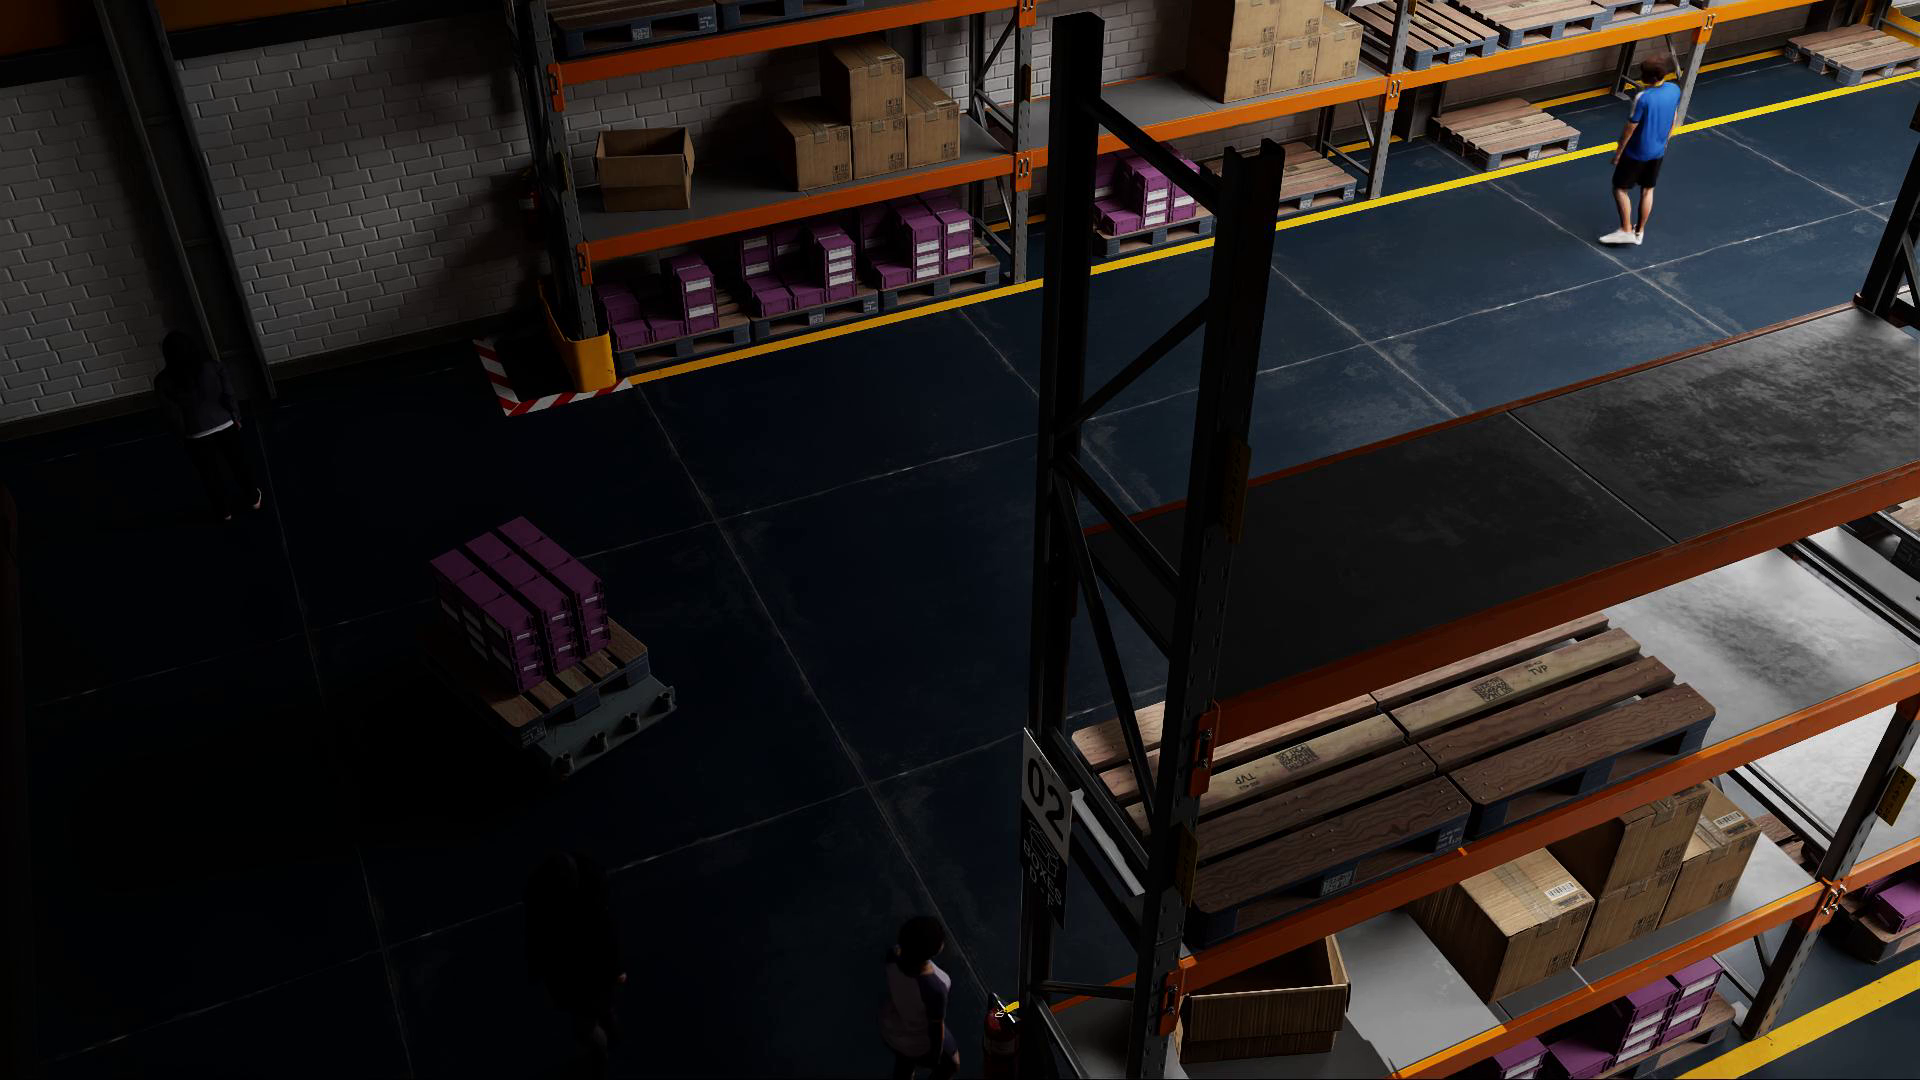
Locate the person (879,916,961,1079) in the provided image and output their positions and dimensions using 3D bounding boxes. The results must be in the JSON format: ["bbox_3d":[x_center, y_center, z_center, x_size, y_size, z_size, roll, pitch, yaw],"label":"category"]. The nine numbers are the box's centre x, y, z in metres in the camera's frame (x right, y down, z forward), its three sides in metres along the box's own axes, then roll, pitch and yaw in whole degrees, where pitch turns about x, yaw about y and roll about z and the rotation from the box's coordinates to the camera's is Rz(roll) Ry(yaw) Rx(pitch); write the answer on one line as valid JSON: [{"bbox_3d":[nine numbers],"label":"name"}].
[{"bbox_3d":[-0.263,2.428,8.161,0.661,1.555,0.697,28,46,30],"label":"person"}]

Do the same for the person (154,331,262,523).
[{"bbox_3d":[-5.536,-0.845,12.226,0.616,1.597,0.750,-21,43,-24],"label":"person"}]

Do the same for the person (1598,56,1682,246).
[{"bbox_3d":[6.385,-3.616,15.502,0.497,1.838,0.787,-5,39,-7],"label":"person"}]

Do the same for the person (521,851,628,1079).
[{"bbox_3d":[-1.887,2.106,8.477,0.807,1.664,0.850,22,44,26],"label":"person"}]
